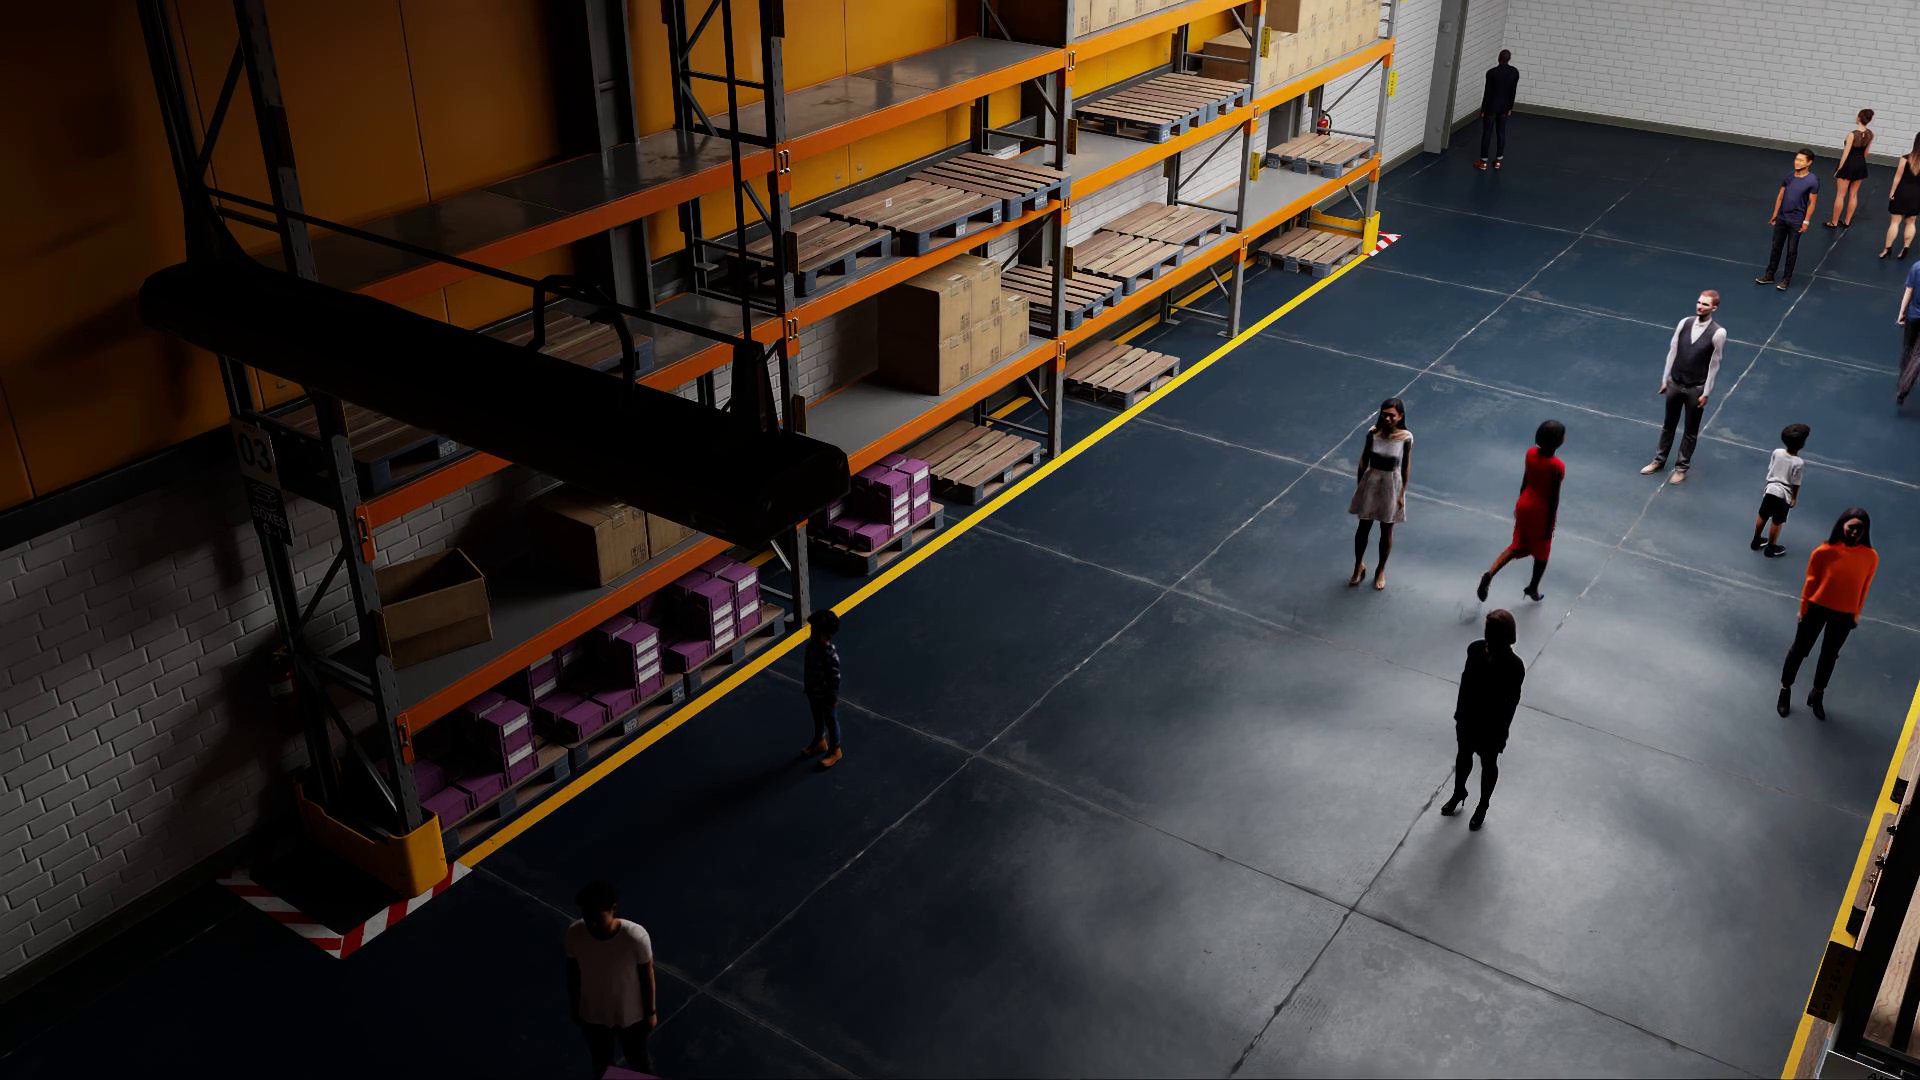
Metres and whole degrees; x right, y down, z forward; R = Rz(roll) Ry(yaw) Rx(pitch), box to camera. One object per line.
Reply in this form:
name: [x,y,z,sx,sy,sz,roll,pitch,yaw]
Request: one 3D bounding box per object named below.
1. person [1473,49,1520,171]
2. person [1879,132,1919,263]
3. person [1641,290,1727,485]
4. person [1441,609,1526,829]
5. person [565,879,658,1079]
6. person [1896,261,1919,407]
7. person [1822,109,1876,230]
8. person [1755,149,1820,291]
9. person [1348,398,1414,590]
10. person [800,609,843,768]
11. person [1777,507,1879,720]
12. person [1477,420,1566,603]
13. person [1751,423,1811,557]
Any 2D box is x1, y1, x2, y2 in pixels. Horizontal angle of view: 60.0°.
person: [8.305,-6.663,25.713,0.778,1.819,0.838,-5,29,-9]
person: [12.502,-4.518,21.893,0.743,1.712,0.758,4,29,6]
person: [7.078,-1.513,16.147,0.658,1.938,0.711,-22,36,-35]
person: [3.592,1.214,11.390,0.587,1.705,0.639,-21,35,-34]
person: [-1.871,2.507,9.005,0.704,1.720,0.695,3,29,6]
person: [10.249,-2.313,17.717,0.745,1.839,1.166,23,36,36]
person: [12.398,-5.165,23.118,0.674,1.674,0.739,-6,29,-11]
person: [10.491,-4.054,20.960,0.659,1.790,0.714,-18,33,-29]
person: [3.611,-0.397,14.272,0.716,1.774,0.717,10,30,18]
person: [-1.000,1.067,12.134,0.520,1.251,0.539,25,37,37]
person: [6.567,0.541,12.580,0.700,1.748,0.695,5,29,9]
person: [4.737,-0.176,13.926,1.084,1.719,0.875,-14,31,-23]
person: [7.363,-0.461,14.929,0.591,1.257,0.556,-15,32,-25]
